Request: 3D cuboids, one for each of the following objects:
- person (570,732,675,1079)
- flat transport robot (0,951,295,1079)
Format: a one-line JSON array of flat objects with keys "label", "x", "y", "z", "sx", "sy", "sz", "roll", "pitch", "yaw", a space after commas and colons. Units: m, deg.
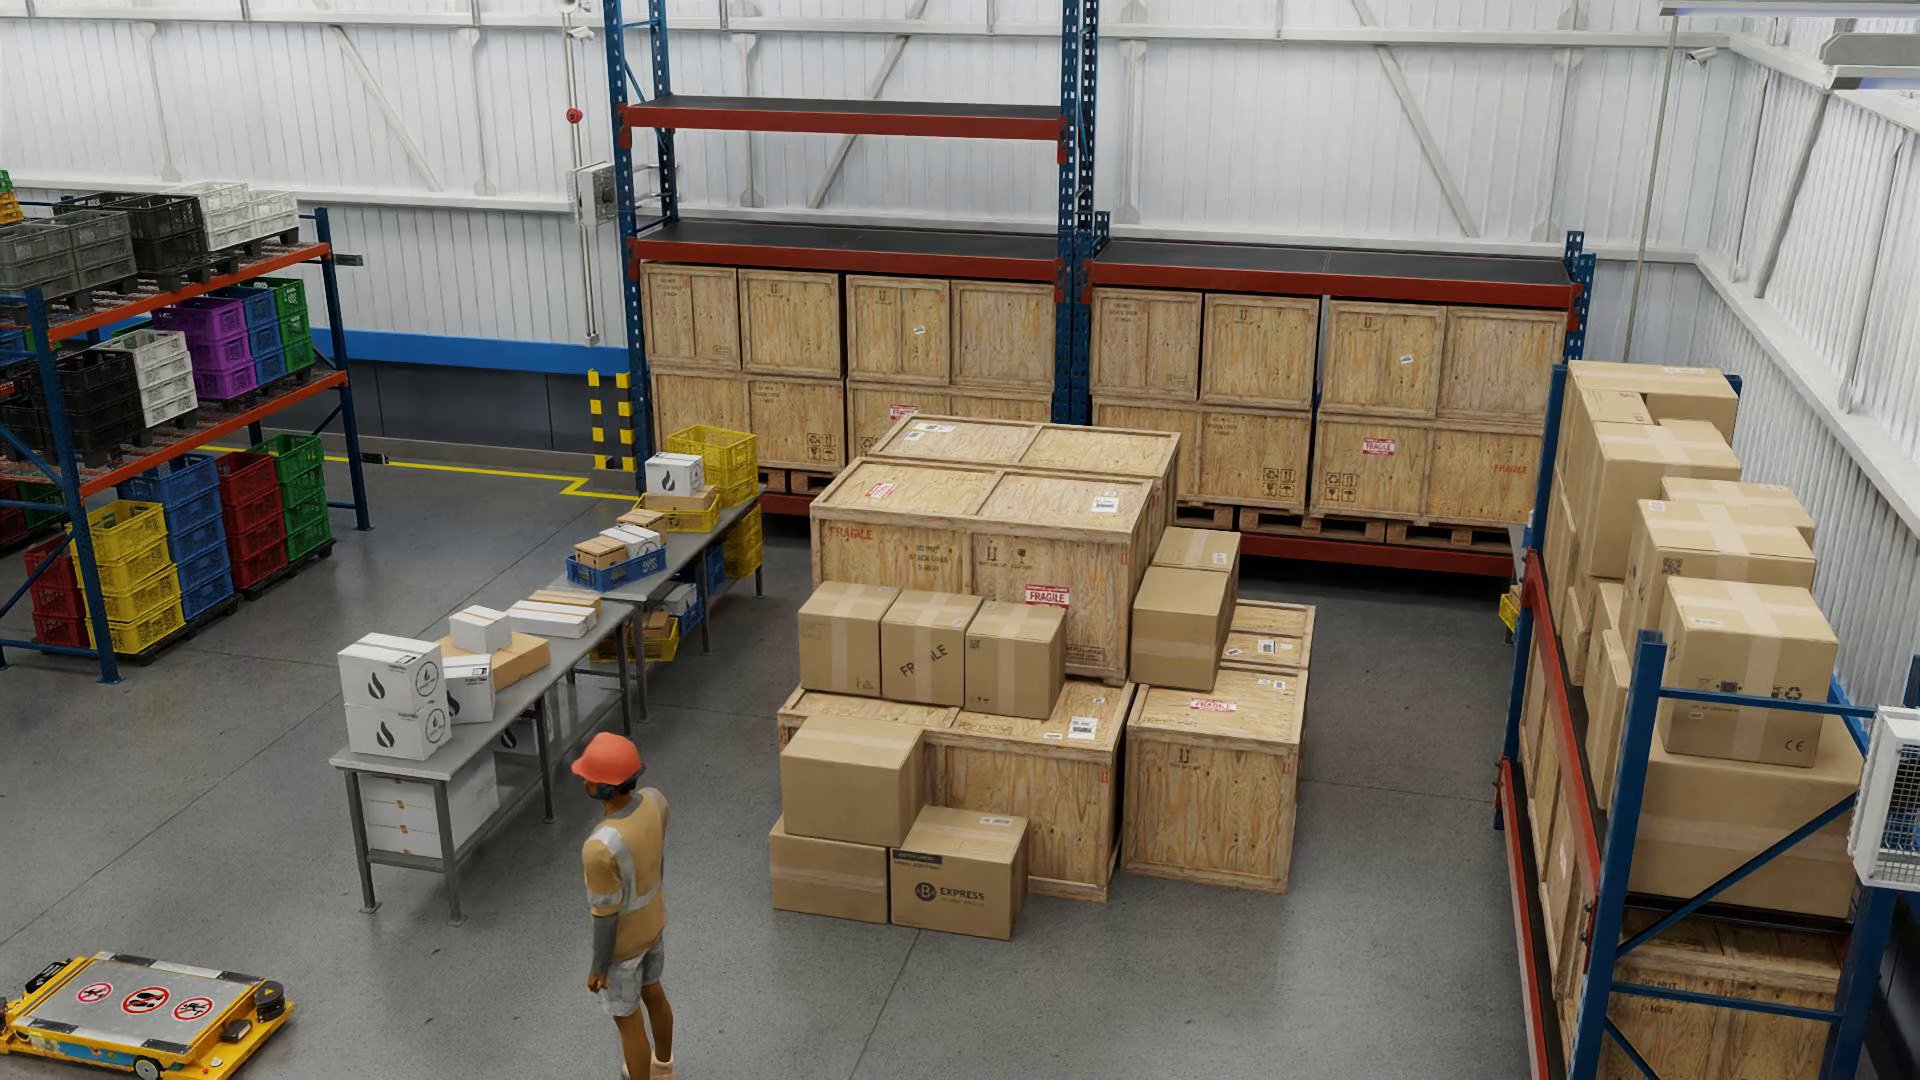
[{"label": "person", "x": -1.572, "y": 1.823, "z": 7.790, "sx": 0.367, "sy": 2.048, "sz": 0.606, "roll": 6, "pitch": 22, "yaw": 15}, {"label": "flat transport robot", "x": -4.270, "y": 2.464, "z": 8.601, "sx": 1.431, "sy": 0.231, "sz": 0.659, "roll": 5, "pitch": 22, "yaw": 13}]
